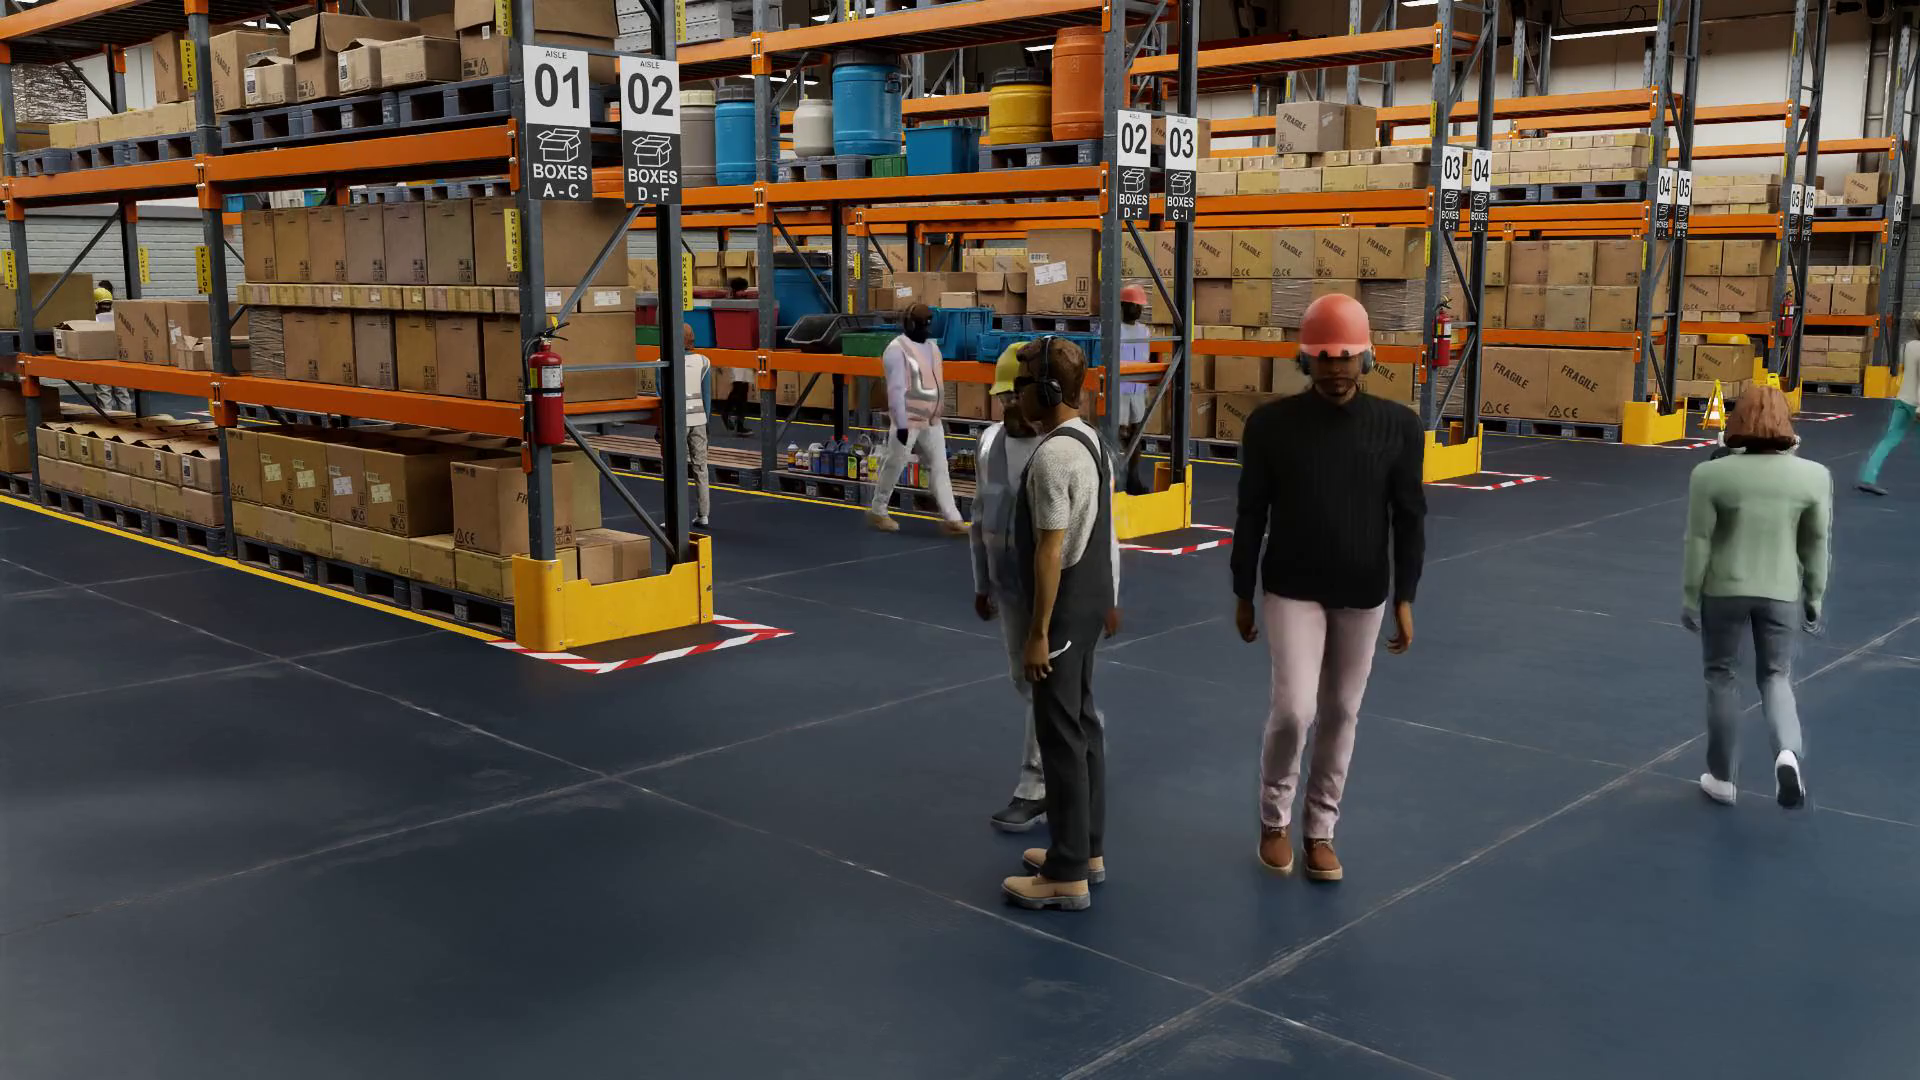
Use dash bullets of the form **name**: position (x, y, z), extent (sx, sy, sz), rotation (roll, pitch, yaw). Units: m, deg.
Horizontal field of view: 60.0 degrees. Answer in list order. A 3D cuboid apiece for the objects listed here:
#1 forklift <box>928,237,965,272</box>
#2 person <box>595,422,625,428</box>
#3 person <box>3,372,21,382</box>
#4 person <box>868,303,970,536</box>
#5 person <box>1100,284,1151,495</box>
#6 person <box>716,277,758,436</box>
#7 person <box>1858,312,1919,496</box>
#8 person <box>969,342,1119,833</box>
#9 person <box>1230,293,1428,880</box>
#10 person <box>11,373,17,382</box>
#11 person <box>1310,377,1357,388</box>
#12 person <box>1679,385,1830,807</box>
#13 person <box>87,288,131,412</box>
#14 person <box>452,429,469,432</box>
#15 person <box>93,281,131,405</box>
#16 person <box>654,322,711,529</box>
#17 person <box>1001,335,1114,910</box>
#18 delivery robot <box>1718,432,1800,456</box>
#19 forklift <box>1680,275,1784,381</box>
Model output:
- **forklift**: position (-0.326, -5.817, 39.609), extent (1.129, 2.768, 1.873), rotation (9, 13, 43)
- **person**: position (-4.650, -2.276, 21.710), extent (0.848, 1.597, 0.515), rotation (7, 11, 35)
- **person**: position (-11.832, -2.234, 20.858), extent (0.904, 1.784, 0.607), rotation (4, 10, 23)
- **person**: position (-0.351, -0.932, 12.872), extent (0.975, 1.793, 0.646), rotation (7, 12, 37)
- **person**: position (1.489, -1.386, 15.258), extent (0.561, 1.917, 0.607), rotation (-6, 11, -32)
- **person**: position (-2.711, -2.251, 20.463), extent (0.417, 1.945, 0.636), rotation (8, 12, 40)
- **person**: position (8.636, -1.243, 14.984), extent (0.911, 1.721, 0.524), rotation (1, 9, 4)
- **person**: position (0.352, 0.137, 6.308), extent (0.632, 1.797, 0.767), rotation (7, 12, 37)
- **person**: position (1.219, 0.179, 5.510), extent (0.611, 1.967, 0.499), rotation (0, 9, 2)
- **person**: position (-13.884, -2.808, 24.120), extent (0.328, 1.872, 0.515), rotation (7, 12, 38)
- **person**: position (3.278, -1.150, 14.679), extent (0.500, 1.633, 0.286), rotation (-5, 10, -27)
- **person**: position (2.996, 0.228, 6.264), extent (0.507, 1.615, 0.540), rotation (2, 9, 11)
- **person**: position (-9.882, -2.001, 19.283), extent (0.404, 1.832, 0.600), rotation (5, 11, 29)
- **person**: position (-3.995, -1.162, 13.643), extent (0.396, 1.992, 0.619), rotation (9, 13, 43)
- **person**: position (-12.807, -2.944, 24.974), extent (0.593, 1.868, 0.980), rotation (2, 10, 13)
- **person**: position (-2.176, -0.898, 13.112), extent (0.515, 1.641, 0.309), rotation (-9, 13, -43)
- **person**: position (0.328, 0.260, 5.417), extent (0.333, 1.842, 0.507), rotation (3, 10, 16)
- **delivery robot**: position (8.013, -0.966, 16.693), extent (0.477, 0.478, 0.707), rotation (-8, 12, -40)
- **forklift**: position (12.480, -3.427, 27.053), extent (1.214, 2.155, 2.313), rotation (9, 13, 43)
